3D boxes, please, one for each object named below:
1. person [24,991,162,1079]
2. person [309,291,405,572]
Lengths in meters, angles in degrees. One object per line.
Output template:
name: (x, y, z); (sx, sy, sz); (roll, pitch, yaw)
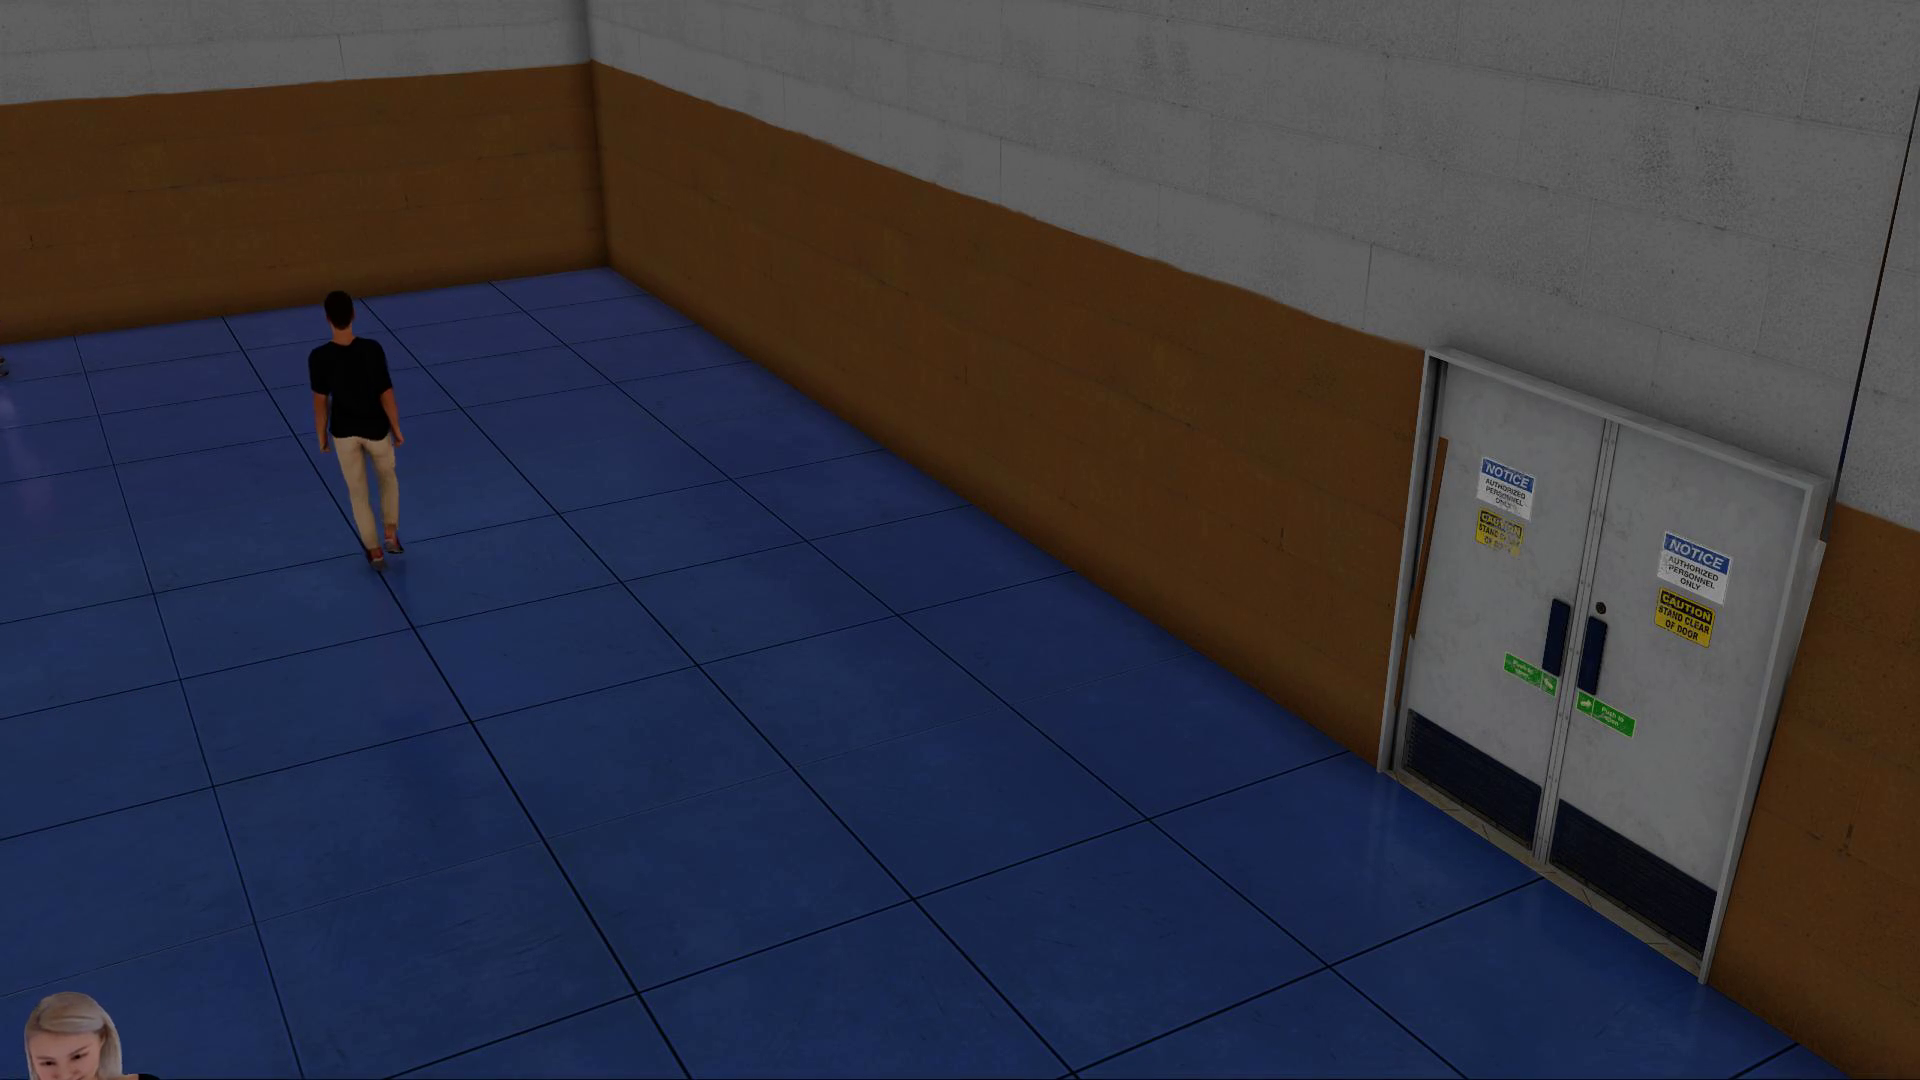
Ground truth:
person: (-2.337, 1.983, 4.676); (0.556, 1.822, 0.630); (-13, 27, -28)
person: (-3.817, -0.654, 10.637); (0.590, 1.849, 0.749); (-10, 26, -22)
